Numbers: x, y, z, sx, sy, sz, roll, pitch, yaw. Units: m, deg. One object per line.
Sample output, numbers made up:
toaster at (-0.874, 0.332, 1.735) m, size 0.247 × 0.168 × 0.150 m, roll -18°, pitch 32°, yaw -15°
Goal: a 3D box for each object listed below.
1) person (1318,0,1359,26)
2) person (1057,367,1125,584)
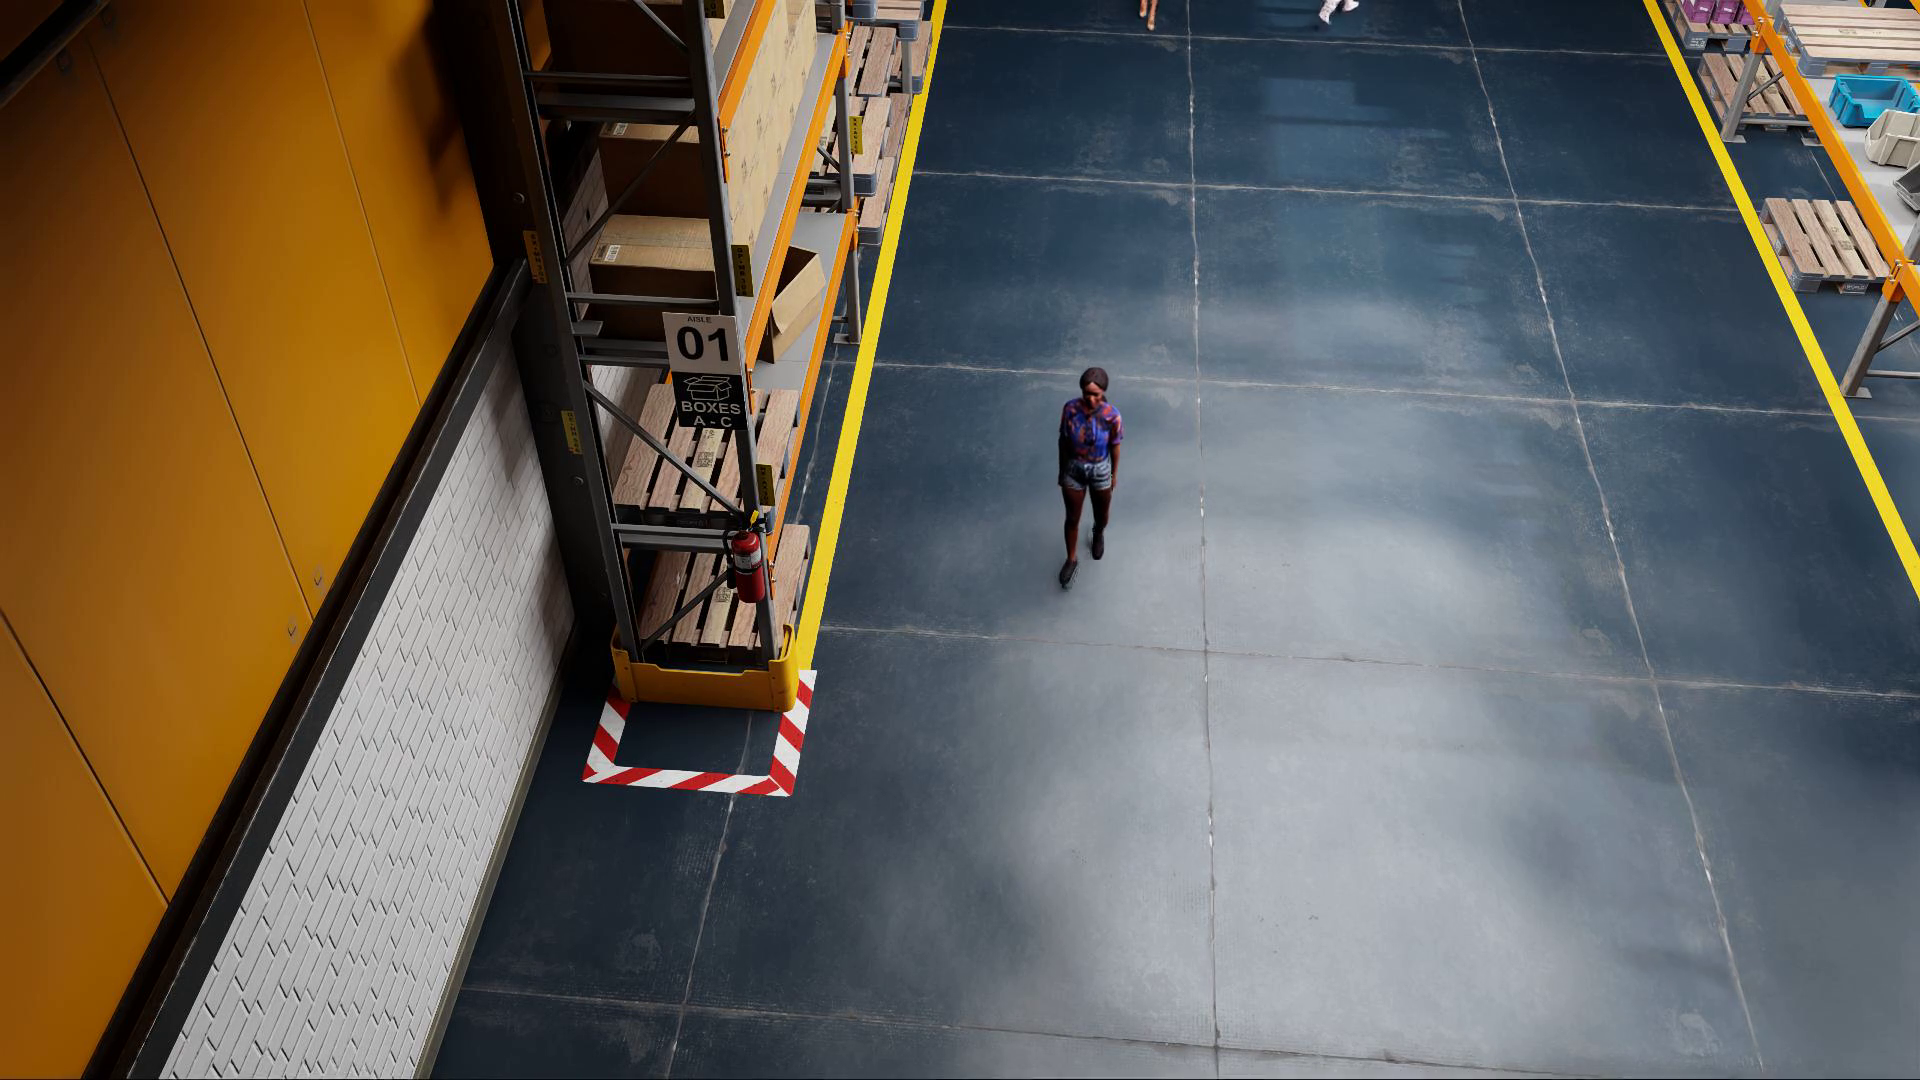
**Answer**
person at (4.100, -6.274, 17.596) m, size 1.110 × 1.648 × 1.020 m, roll -32°, pitch 52°, yaw -29°
person at (0.892, -0.486, 11.454) m, size 0.657 × 1.740 × 0.811 m, roll 9°, pitch 44°, yaw 10°
